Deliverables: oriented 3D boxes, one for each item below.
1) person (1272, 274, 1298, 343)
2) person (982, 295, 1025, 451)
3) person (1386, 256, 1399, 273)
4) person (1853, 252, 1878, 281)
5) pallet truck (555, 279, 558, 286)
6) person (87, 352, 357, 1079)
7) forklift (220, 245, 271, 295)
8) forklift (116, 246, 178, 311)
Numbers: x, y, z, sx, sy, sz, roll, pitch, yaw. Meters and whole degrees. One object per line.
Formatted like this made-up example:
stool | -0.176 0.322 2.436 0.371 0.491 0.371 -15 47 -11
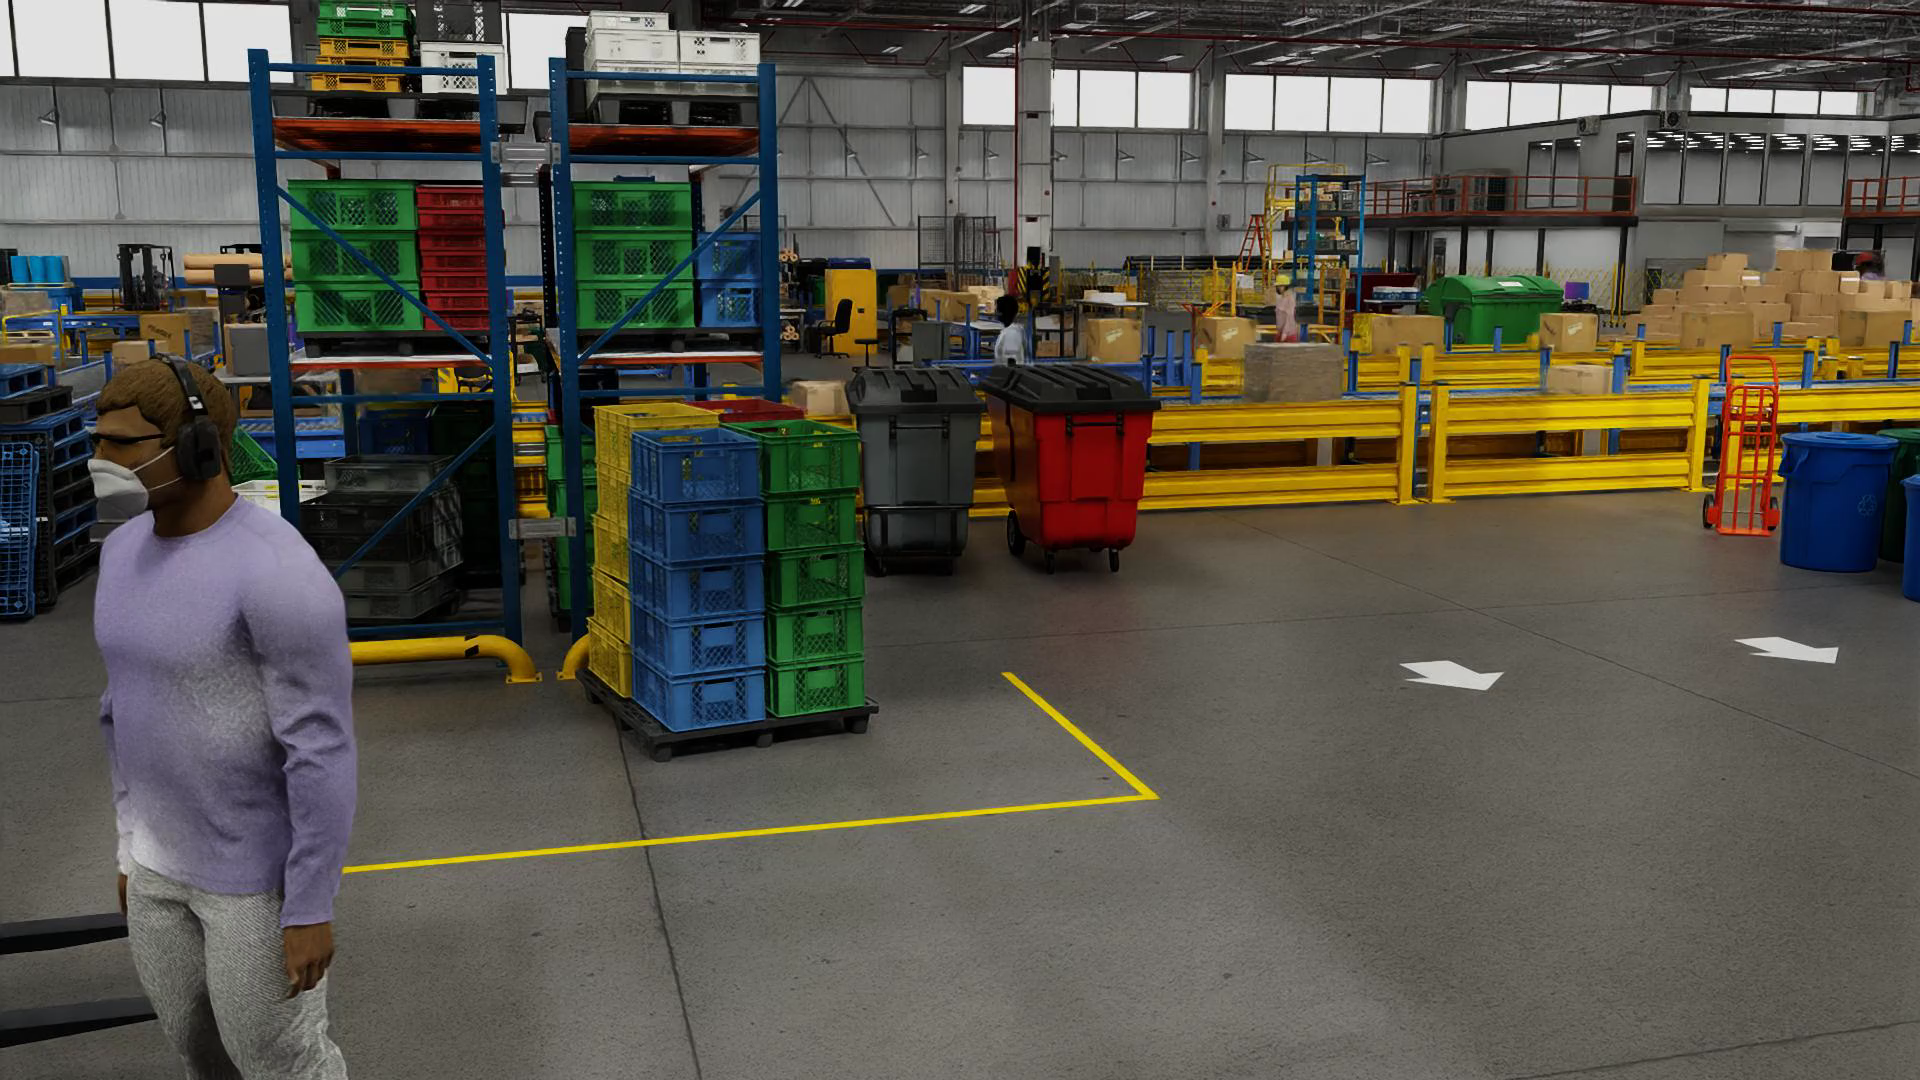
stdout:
person | 4.743 -3.010 24.290 0.912 1.720 0.533 -4 11 -20
person | 0.563 -1.593 16.440 0.854 1.663 0.531 -2 10 -9
person | 16.163 -9.818 62.372 0.584 1.881 0.337 -3 11 -17
person | 15.826 -4.012 29.100 0.620 2.023 0.527 -9 13 -41
pallet truck | -10.604 -6.375 44.520 0.653 1.274 1.630 -3 10 -15
person | -1.371 0.620 3.109 0.633 1.938 0.356 7 12 33
forklift | -17.749 -6.334 41.440 1.157 1.987 2.680 -3 10 -17
forklift | -19.966 -6.232 40.894 1.157 1.987 2.680 -3 10 -15
